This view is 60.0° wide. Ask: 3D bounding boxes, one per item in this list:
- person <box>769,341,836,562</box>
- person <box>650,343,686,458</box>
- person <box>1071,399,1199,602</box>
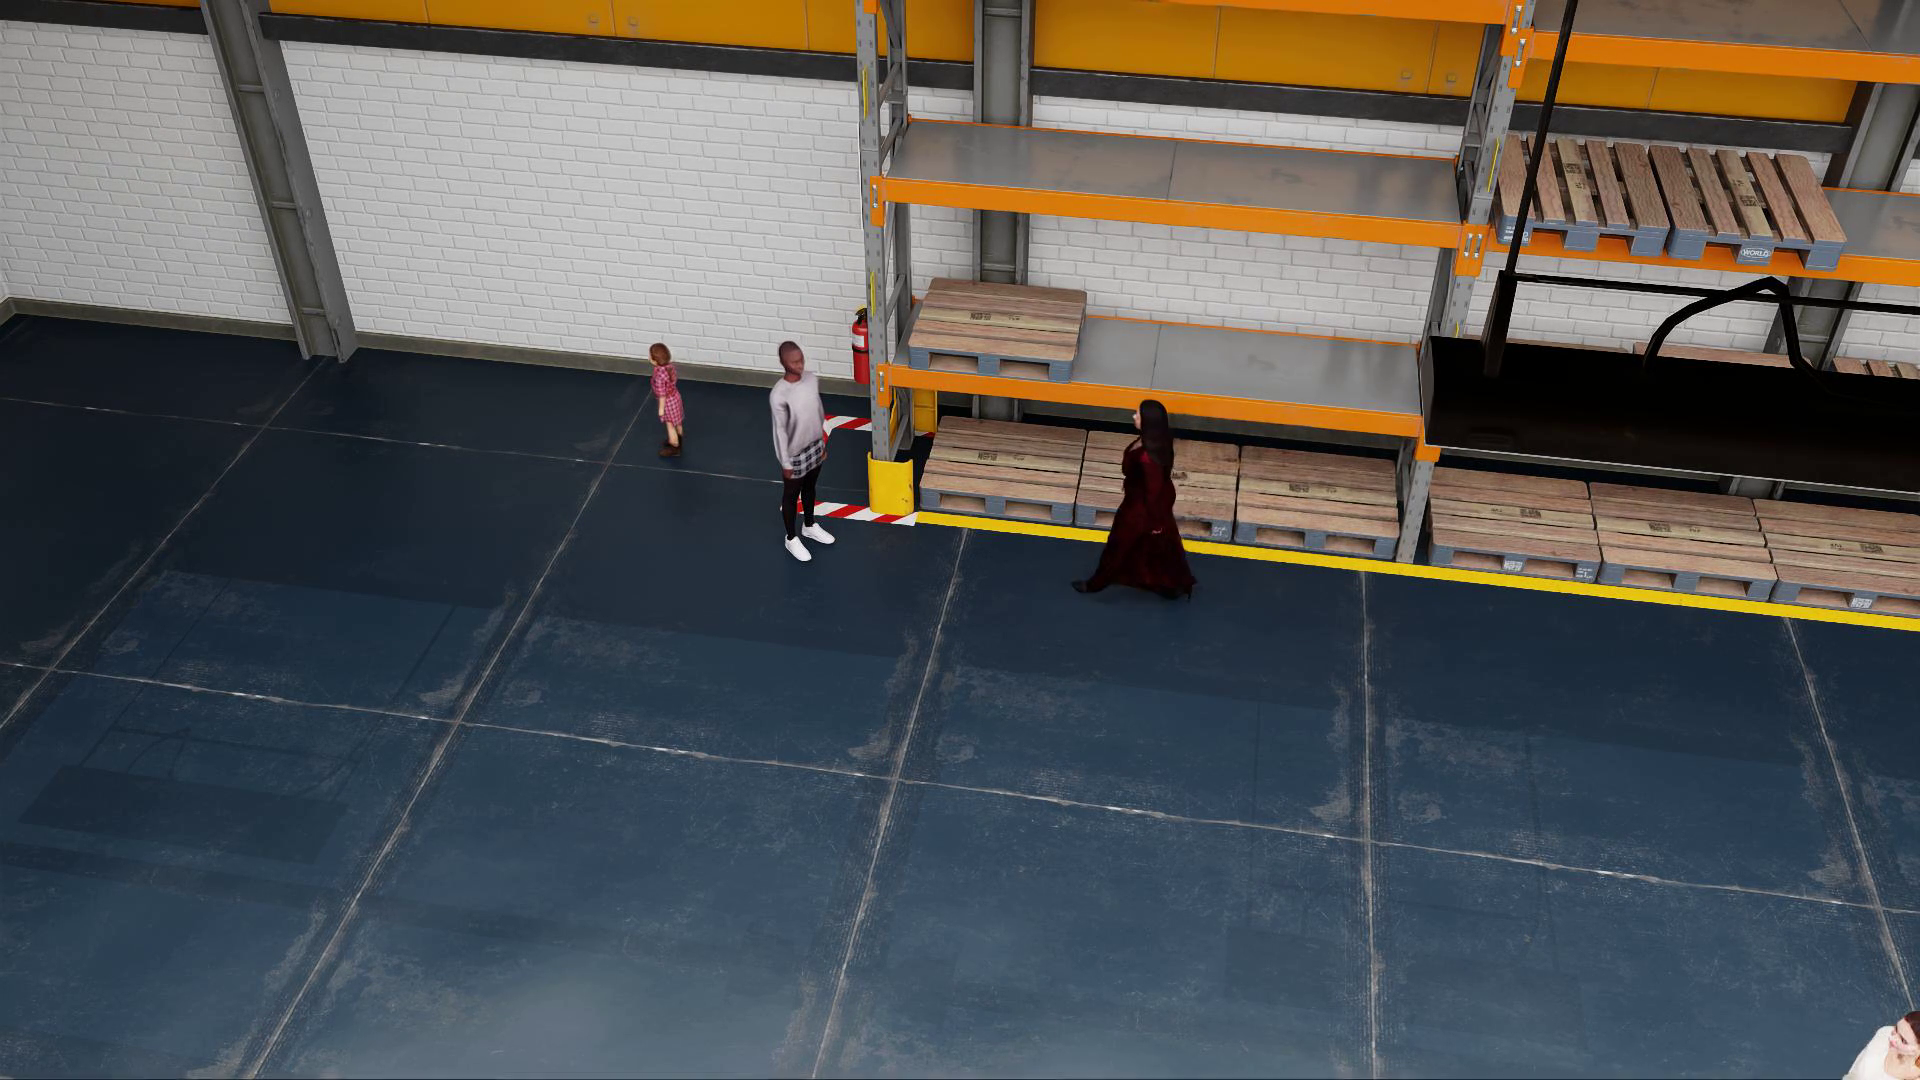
[{"bbox_3d":[-1.176,-0.674,12.103,0.696,1.772,0.695,26,45,29],"label":"person"},{"bbox_3d":[-2.335,-1.125,13.268,0.432,1.022,0.427,7,39,8],"label":"person"},{"bbox_3d":[1.402,-0.211,11.576,1.134,1.706,0.706,9,40,11],"label":"person"}]
